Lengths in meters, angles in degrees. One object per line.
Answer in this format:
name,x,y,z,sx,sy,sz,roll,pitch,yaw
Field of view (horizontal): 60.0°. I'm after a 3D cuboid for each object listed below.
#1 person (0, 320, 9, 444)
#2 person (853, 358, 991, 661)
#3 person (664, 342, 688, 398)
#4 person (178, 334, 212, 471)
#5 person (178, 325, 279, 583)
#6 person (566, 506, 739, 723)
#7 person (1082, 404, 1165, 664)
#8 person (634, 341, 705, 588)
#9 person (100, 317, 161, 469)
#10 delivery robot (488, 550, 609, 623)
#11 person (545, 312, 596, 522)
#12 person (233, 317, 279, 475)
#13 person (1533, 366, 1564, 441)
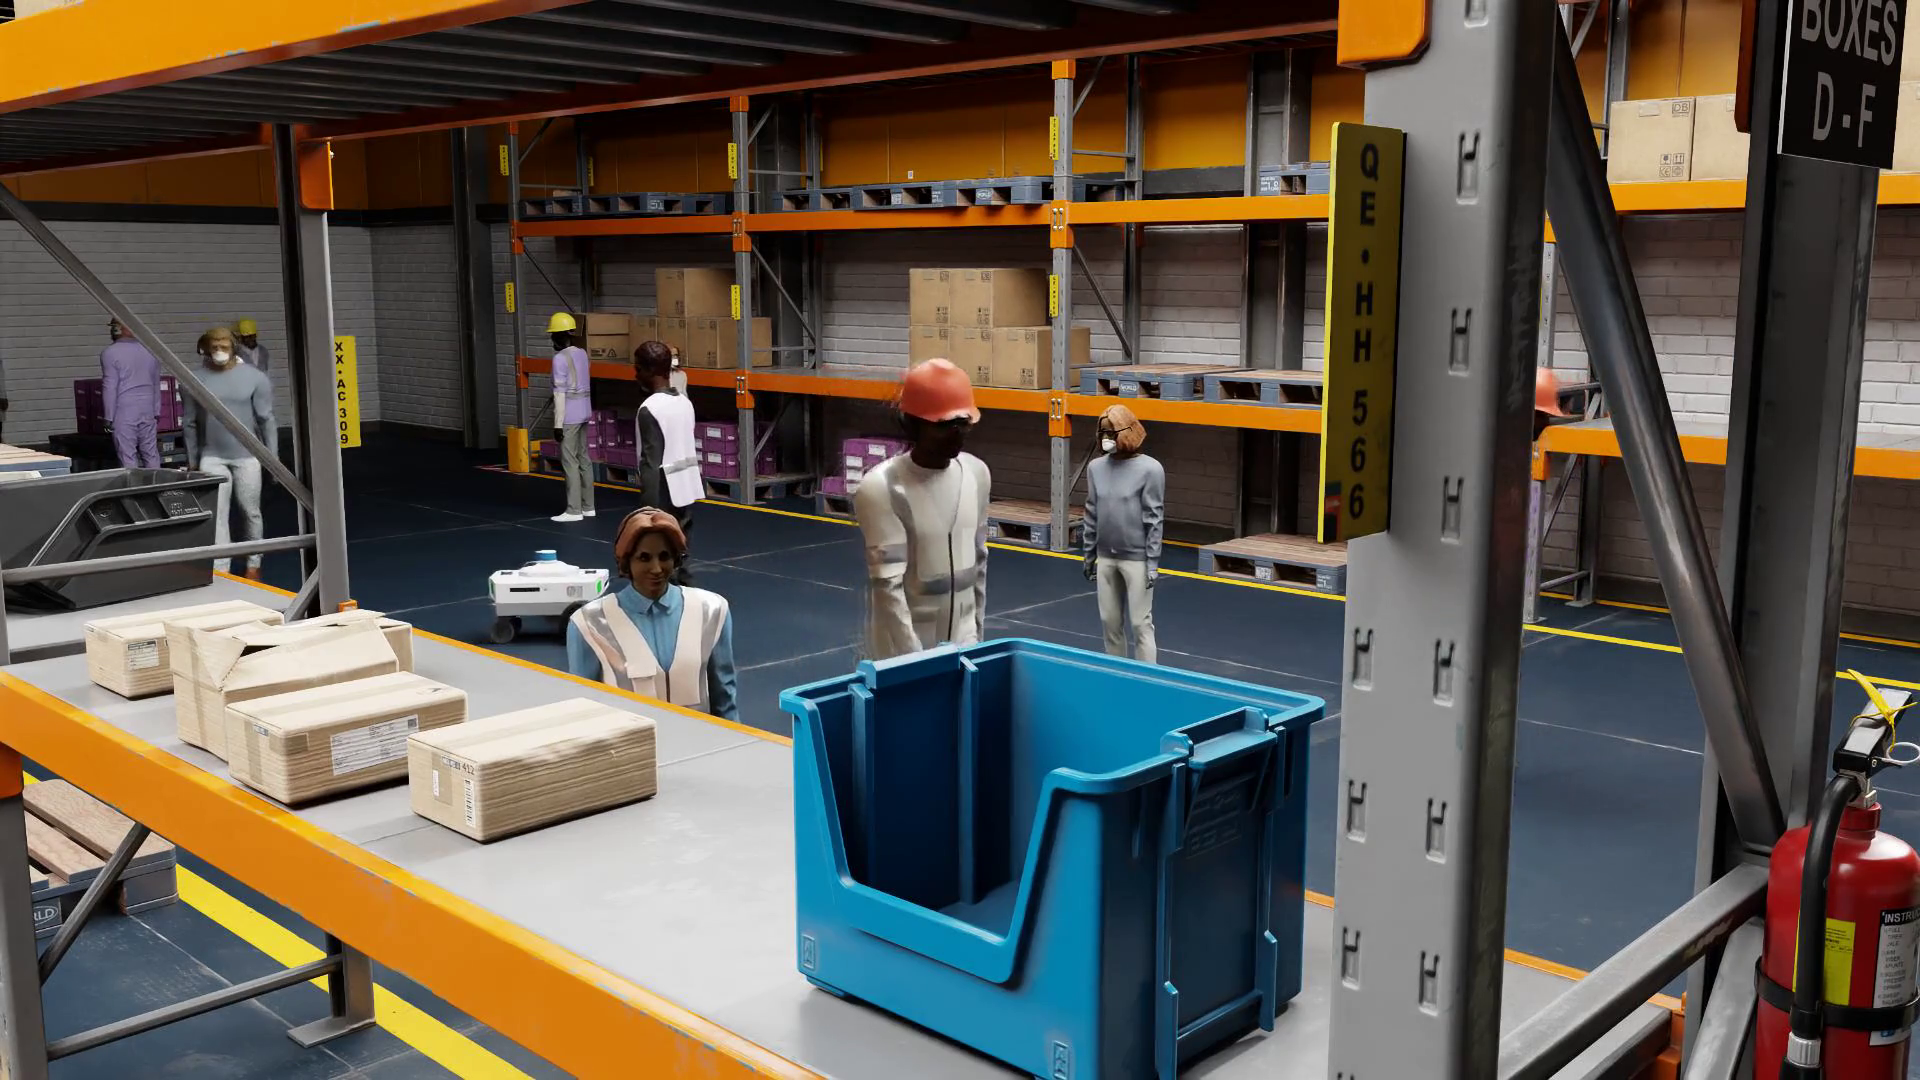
person,-10.685,-1.626,18.308,0.551,1.932,0.378,4,10,21
person,-0.056,0.370,5.844,0.621,2.003,0.814,-7,12,-37
person,-2.781,-1.076,15.890,0.285,1.626,0.495,6,11,35
person,-8.561,-1.590,19.167,0.870,1.580,0.518,-5,11,-30
person,-5.265,-0.588,12.007,0.646,1.939,0.590,-3,10,-15
person,-0.900,0.711,4.908,0.511,1.633,0.311,-5,10,-27
person,0.832,0.110,8.616,0.503,1.623,0.299,9,13,42
person,-1.689,-0.195,9.637,0.400,1.907,0.597,2,9,11
person,-7.920,-1.217,15.867,0.409,1.913,0.650,4,10,21
delivery robot,-2.567,0.306,10.393,0.707,0.478,0.477,-1,9,-4
person,-3.597,-1.127,15.301,0.396,1.918,0.588,2,9,13
person,-7.971,-1.594,18.548,0.703,1.794,0.621,5,11,29
person,2.327,0.193,7.246,0.485,1.909,0.573,6,11,32
